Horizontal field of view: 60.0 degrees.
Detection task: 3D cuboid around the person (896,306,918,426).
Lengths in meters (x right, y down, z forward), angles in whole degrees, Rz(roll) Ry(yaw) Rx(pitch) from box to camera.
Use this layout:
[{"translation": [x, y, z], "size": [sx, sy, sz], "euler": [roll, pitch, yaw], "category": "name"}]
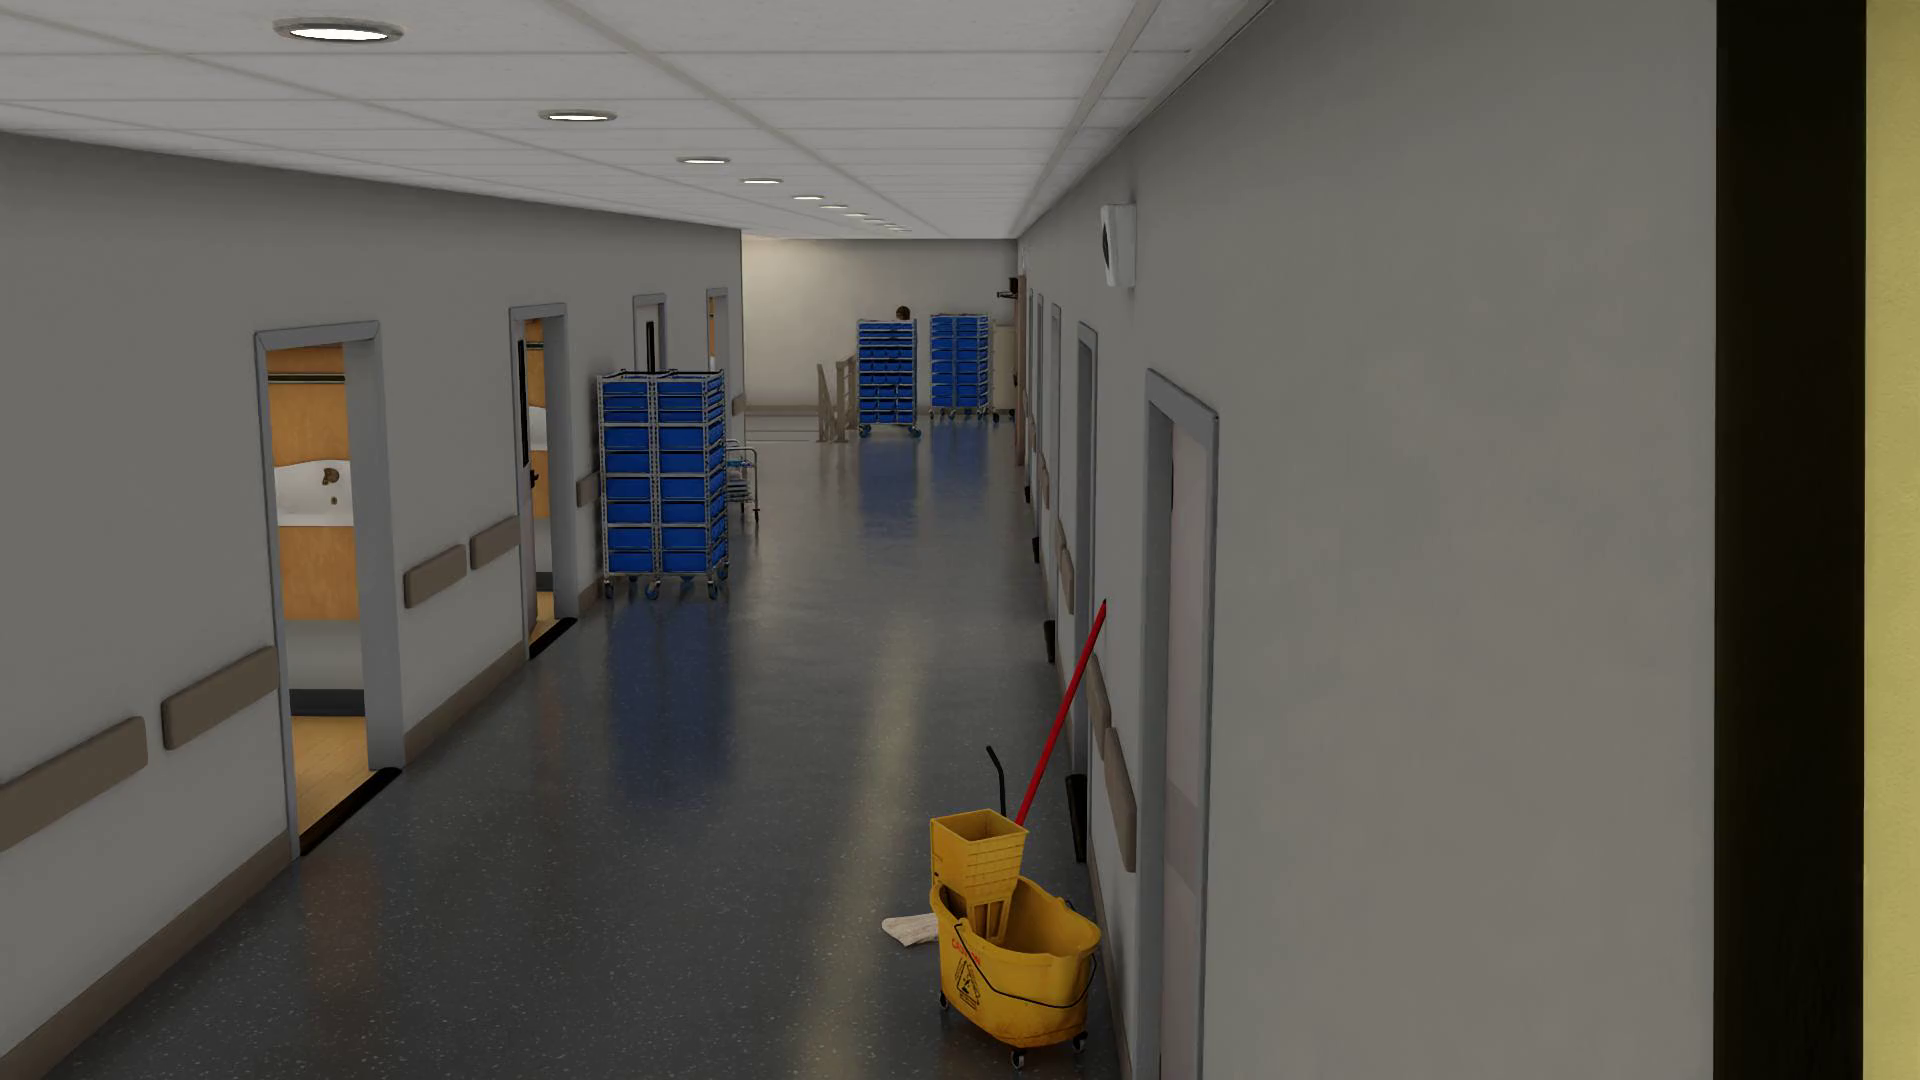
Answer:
[{"translation": [-0.876, -2.789, 26.696], "size": [0.373, 1.935, 0.628], "euler": [-4, 10, -21], "category": "person"}]
